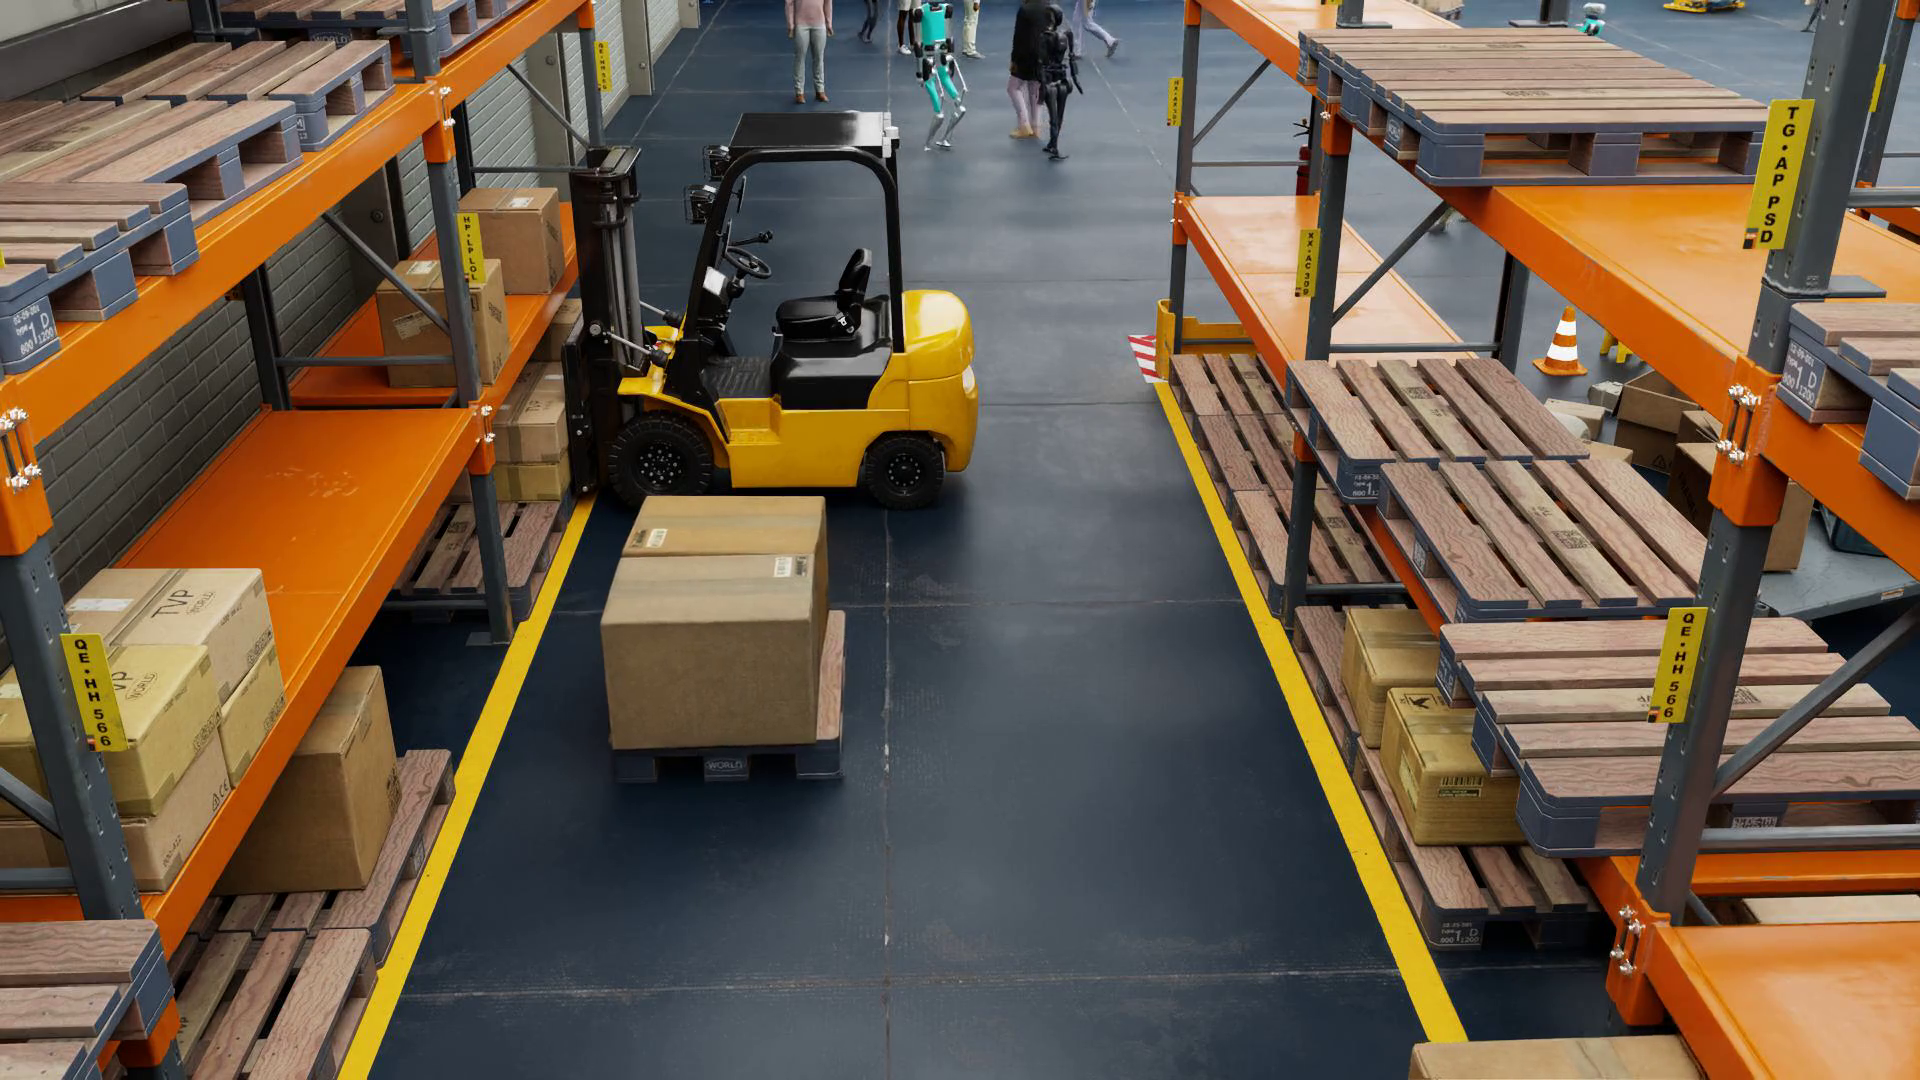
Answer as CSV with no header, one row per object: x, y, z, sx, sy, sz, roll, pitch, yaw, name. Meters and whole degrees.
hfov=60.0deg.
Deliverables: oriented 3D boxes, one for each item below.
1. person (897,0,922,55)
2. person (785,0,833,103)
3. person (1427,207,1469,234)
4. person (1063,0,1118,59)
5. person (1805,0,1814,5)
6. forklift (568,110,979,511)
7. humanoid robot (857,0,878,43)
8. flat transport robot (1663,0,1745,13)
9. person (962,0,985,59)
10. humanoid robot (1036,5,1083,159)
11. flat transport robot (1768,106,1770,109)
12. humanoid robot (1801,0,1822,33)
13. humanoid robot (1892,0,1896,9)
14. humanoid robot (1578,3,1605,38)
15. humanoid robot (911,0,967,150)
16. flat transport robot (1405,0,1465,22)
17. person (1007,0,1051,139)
-0.759,-8.269,24.908,0.373,1.899,0.553,20,32,36,person
-1.929,-6.609,21.351,0.626,1.936,0.372,-8,26,-17,person
4.726,-3.757,15.615,0.909,1.663,0.481,-17,30,-32,person
1.917,-7.946,24.321,0.756,1.825,0.568,-2,25,-5,person
15.500,-10.547,29.741,0.534,1.891,0.388,22,33,39,person
-1.043,-1.379,9.976,2.313,2.155,1.214,-1,25,-2,forklift
-1.384,-8.559,25.790,0.426,1.648,0.600,17,30,32,humanoid robot
13.200,-9.521,29.465,1.431,0.231,0.659,-16,30,-30,flat transport robot
0.208,-8.009,24.536,0.345,1.745,0.561,-5,26,-11,person
1.106,-5.072,18.426,0.606,1.640,0.610,-19,31,-35,humanoid robot
8.377,-3.931,17.627,1.431,0.231,0.659,-14,29,-27,flat transport robot
14.018,-8.989,26.701,0.610,1.638,0.610,15,29,28,humanoid robot
16.270,-10.042,28.930,0.602,1.641,0.405,3,25,6,humanoid robot
6.397,-4.868,17.900,0.877,1.758,0.584,8,27,17,humanoid robot
-0.173,-5.240,18.673,0.537,1.796,0.670,-18,31,-33,humanoid robot
7.395,-8.359,27.006,0.659,0.231,1.431,16,30,31,flat transport robot
0.818,-5.551,19.233,0.404,1.832,0.554,23,34,39,person
